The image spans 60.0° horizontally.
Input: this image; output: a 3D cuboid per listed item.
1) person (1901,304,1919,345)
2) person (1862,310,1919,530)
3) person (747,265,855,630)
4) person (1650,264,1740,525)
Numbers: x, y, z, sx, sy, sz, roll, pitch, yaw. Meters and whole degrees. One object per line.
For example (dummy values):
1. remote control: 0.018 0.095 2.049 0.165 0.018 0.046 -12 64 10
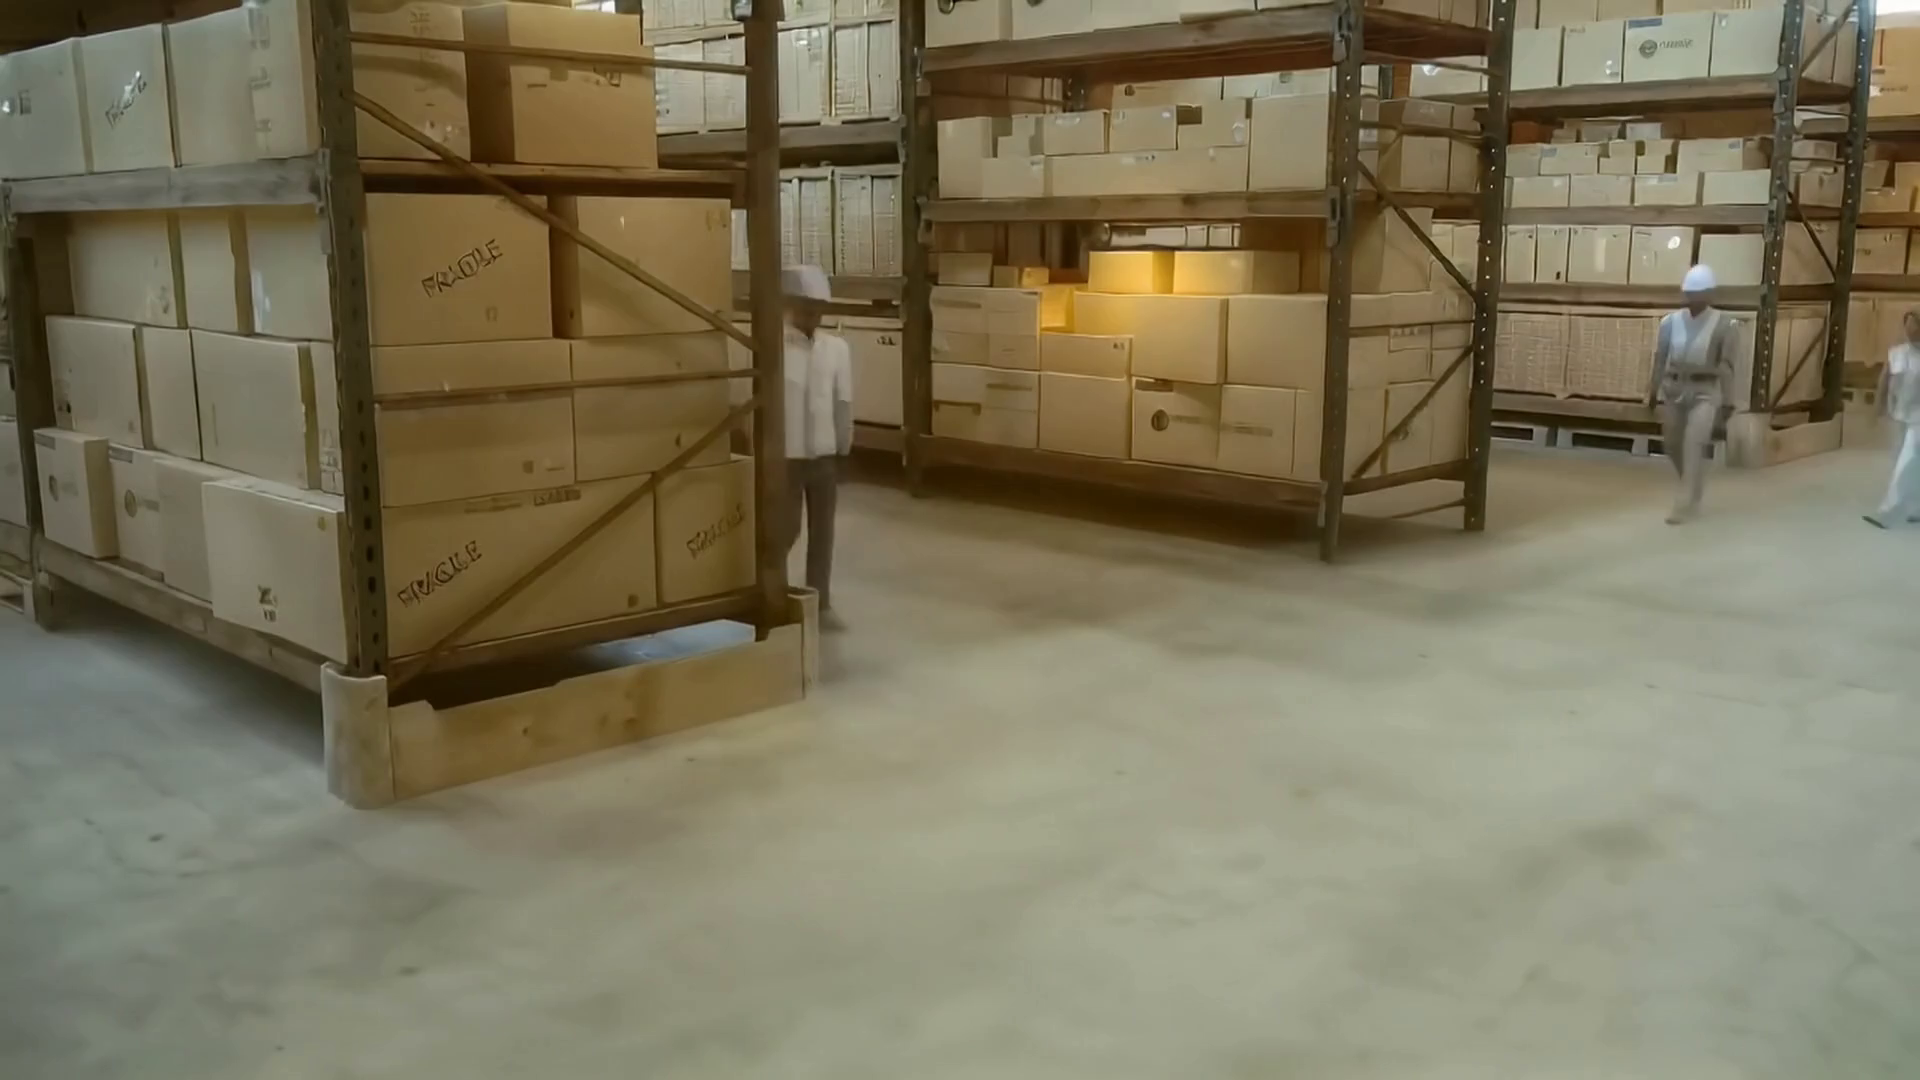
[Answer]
1. person: 9.414 -1.688 16.099 0.576 1.778 0.970 6 12 31
2. person: 6.886 -0.870 12.084 0.878 1.588 0.539 -5 11 -24
3. person: -0.871 -0.497 9.029 0.633 1.973 0.515 -7 12 -33
4. person: 5.504 -1.099 12.464 0.618 1.924 0.763 10 14 43
